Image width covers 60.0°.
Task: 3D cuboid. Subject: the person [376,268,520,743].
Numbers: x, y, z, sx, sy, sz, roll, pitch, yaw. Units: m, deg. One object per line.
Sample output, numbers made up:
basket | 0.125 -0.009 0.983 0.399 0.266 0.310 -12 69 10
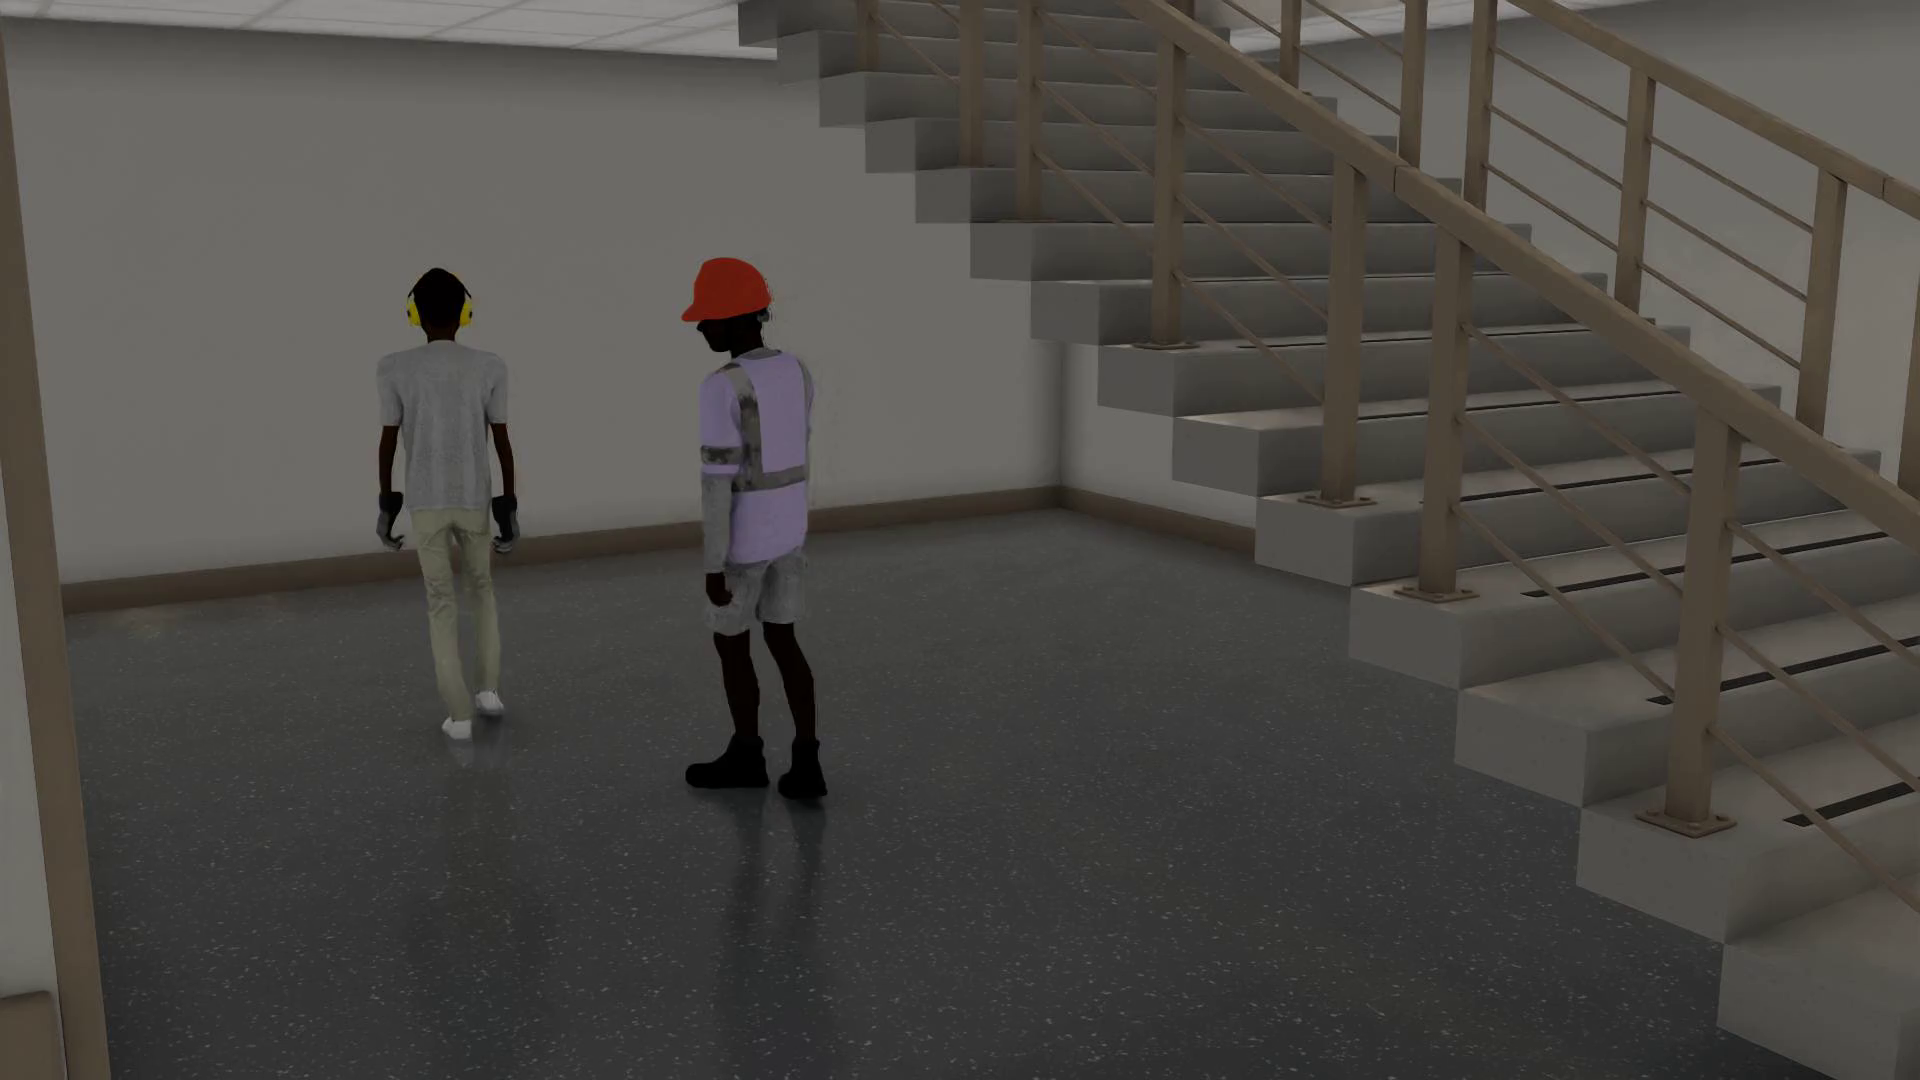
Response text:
person | -2.041 -0.135 6.573 0.512 1.852 0.571 -5 12 -26

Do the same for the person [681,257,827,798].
person | -0.685 -0.021 5.797 0.604 1.906 0.662 7 13 34
